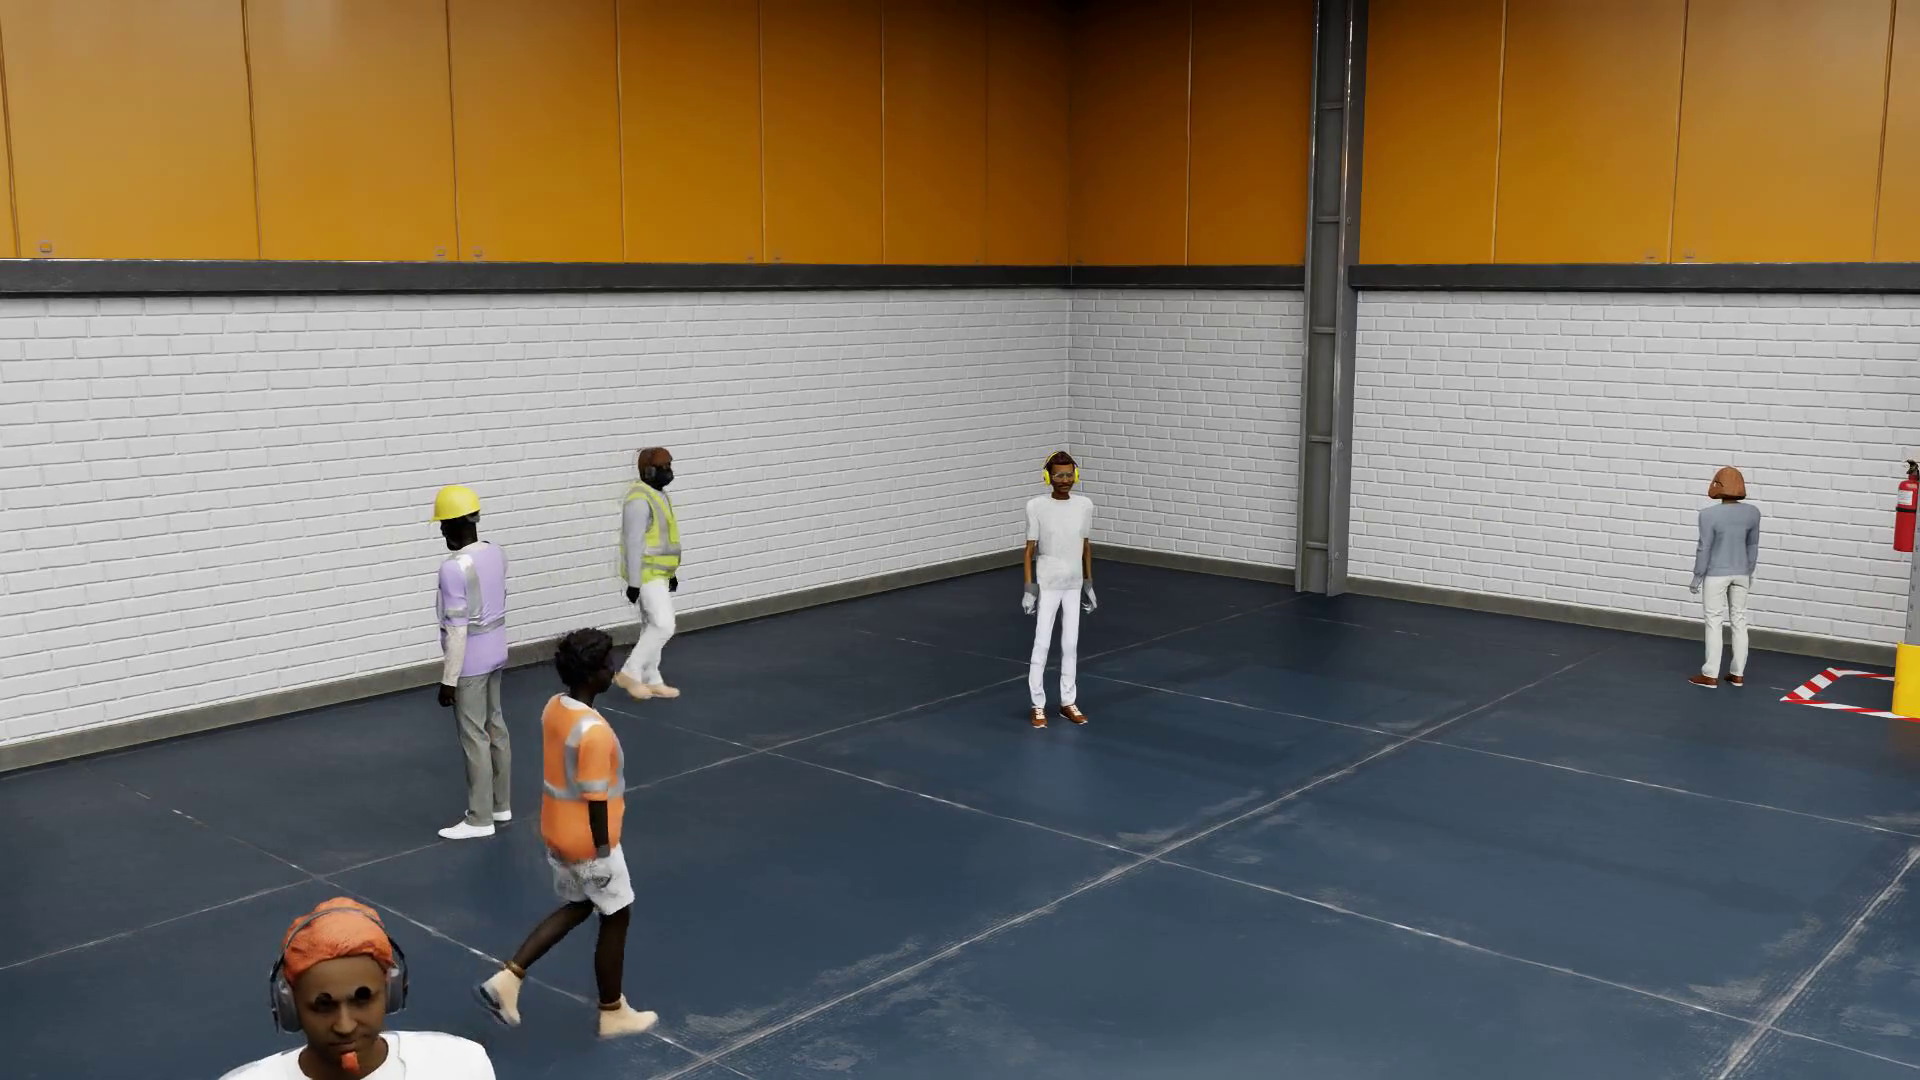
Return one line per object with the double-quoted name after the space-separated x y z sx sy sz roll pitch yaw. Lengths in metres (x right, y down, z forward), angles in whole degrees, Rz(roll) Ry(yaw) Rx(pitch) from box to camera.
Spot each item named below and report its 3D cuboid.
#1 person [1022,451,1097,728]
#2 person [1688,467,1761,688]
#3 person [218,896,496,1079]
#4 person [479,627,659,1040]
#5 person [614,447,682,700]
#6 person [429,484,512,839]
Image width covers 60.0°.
0.674 0.328 11.196 0.534 1.869 0.311 -3 10 -20 "person"
5.627 0.277 12.251 0.498 1.634 0.278 -2 9 -11 "person"
-1.150 1.597 3.181 0.578 1.882 0.351 -5 10 -28 "person"
-1.533 1.170 6.504 0.597 1.677 0.540 -6 11 -35 "person"
-2.188 0.248 11.812 0.434 1.830 0.632 0 9 1 "person"
-2.644 0.654 8.980 0.371 1.923 0.586 2 9 10 "person"
